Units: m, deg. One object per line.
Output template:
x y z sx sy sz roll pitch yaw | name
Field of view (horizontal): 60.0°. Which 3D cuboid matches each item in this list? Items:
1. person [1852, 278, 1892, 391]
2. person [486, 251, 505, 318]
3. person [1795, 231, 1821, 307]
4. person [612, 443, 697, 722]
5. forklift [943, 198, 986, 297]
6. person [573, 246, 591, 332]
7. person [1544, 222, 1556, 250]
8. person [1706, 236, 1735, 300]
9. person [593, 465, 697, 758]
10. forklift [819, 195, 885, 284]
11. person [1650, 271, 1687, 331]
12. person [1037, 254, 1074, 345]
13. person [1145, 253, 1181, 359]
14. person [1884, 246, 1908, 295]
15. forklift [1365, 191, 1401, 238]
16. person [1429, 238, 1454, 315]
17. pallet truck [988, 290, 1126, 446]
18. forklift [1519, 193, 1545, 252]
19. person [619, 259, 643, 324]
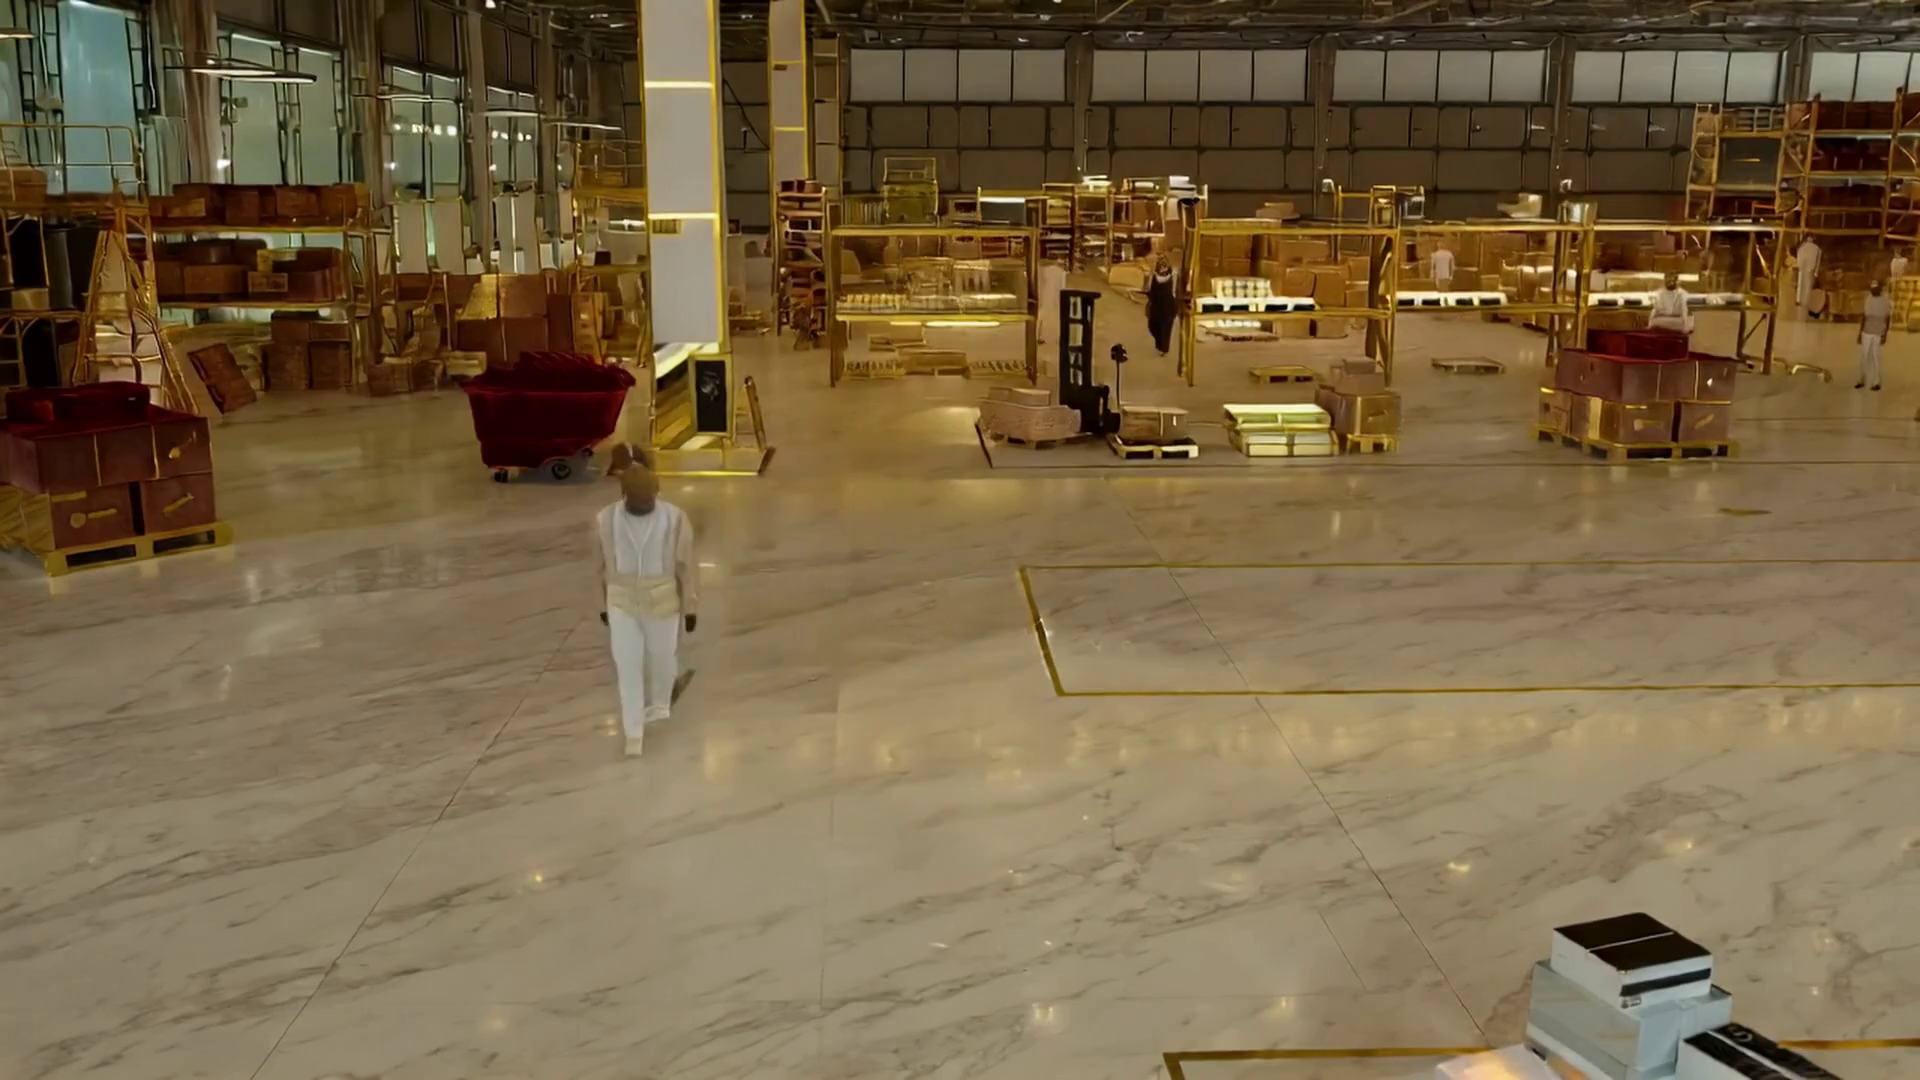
14.970 -3.366 27.255 0.323 1.860 0.506 -6 14 -24 | person
-11.447 -6.267 40.863 0.518 1.633 0.314 12 17 42 | person
22.529 -7.192 44.206 0.624 1.992 0.390 11 17 40 | person
-2.006 0.284 10.799 0.441 1.851 0.536 -6 14 -25 | person
0.117 -8.286 47.131 1.129 2.768 1.873 -1 13 -6 | forklift
-8.420 -5.591 37.134 0.369 1.928 0.585 -5 13 -21 | person
20.384 -10.052 57.357 0.550 1.895 0.949 3 13 14 | person
19.941 -7.020 43.637 0.628 1.911 0.952 4 13 17 | person
-1.975 0.379 10.500 0.636 1.802 0.916 -1 13 -6 | person
-3.467 -9.533 52.763 1.873 2.768 1.129 -7 14 -29 | forklift
12.106 -3.657 28.501 0.337 1.882 0.583 -12 17 -43 | person
1.953 -4.981 34.462 0.999 1.900 0.644 -11 17 -41 | person
3.918 -4.514 32.013 0.695 2.000 0.671 5 13 21 | person
23.897 -6.647 42.464 0.553 1.675 0.405 -5 13 -22 | person
16.274 -11.746 62.752 1.873 2.768 1.129 0 12 -2 | forklift
11.994 -6.533 41.406 0.633 1.924 0.701 -3 13 -13 | person
1.257 -2.299 22.111 1.885 1.965 0.823 -9 15 -35 | pallet truck
19.679 -10.577 57.476 1.873 2.768 1.129 -4 13 -18 | forklift
-7.163 -5.282 36.327 0.540 1.676 0.508 -6 14 -26 | person
